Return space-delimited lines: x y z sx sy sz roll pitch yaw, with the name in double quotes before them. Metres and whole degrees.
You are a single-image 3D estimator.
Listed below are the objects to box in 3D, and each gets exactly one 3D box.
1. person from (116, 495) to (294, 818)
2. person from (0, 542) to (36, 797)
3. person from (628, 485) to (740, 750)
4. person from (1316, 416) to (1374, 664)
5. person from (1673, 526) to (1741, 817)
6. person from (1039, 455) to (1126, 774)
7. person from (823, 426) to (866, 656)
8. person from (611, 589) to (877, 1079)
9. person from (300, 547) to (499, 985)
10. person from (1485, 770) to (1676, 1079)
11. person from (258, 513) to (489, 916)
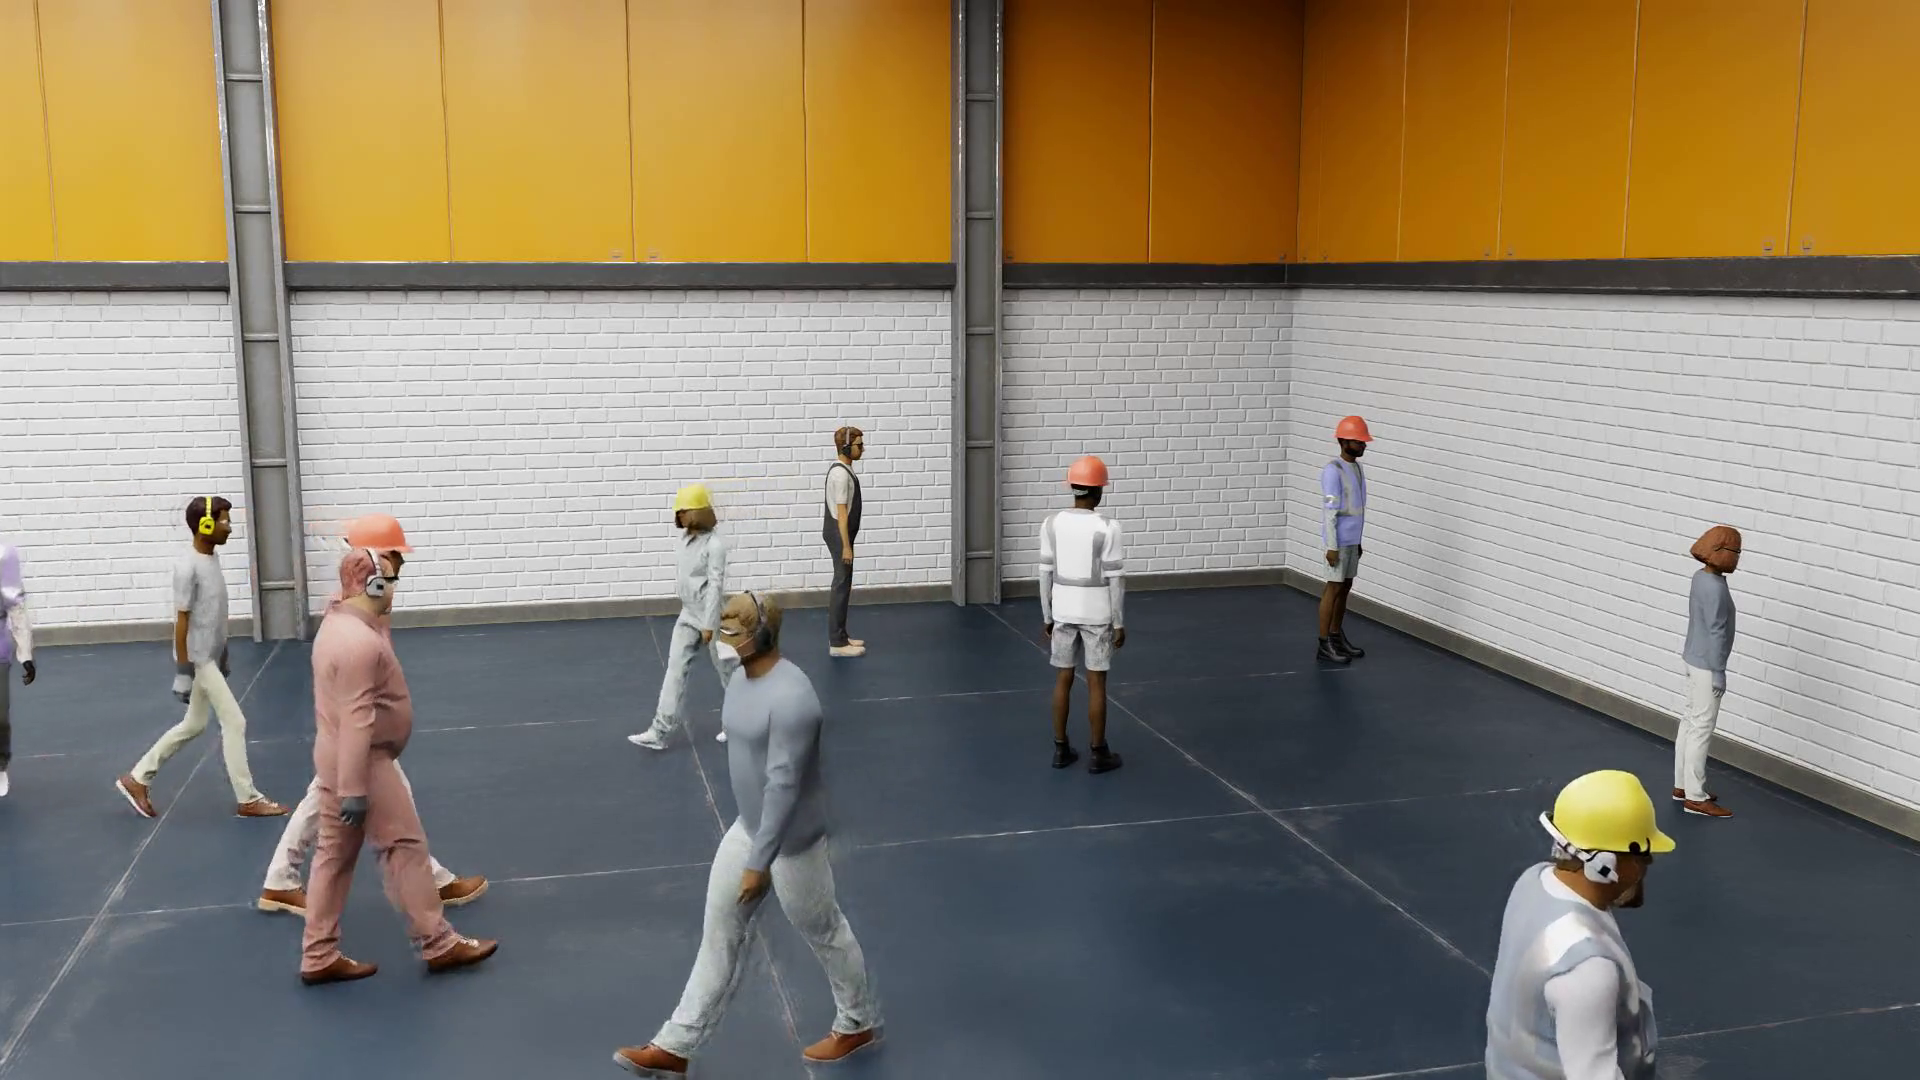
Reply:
"person" -4.261 0.658 9.235 0.907 1.831 0.539 -1 9 -9
"person" -5.532 0.612 9.303 0.607 1.892 0.931 -5 10 -29
"person" -1.692 0.497 10.584 0.508 1.688 0.890 9 12 43
"person" 3.032 -0.009 13.021 0.373 1.934 0.551 6 11 35
"person" 4.225 0.725 9.383 0.287 1.633 0.497 2 9 11
"person" 0.764 0.450 10.157 0.551 1.934 0.373 5 10 28
"person" -0.917 0.010 13.232 0.341 1.839 0.501 0 9 0
"person" -0.766 1.119 6.179 1.057 1.870 0.635 -6 11 -33
"person" -2.450 0.963 7.164 0.915 1.864 0.660 -5 10 -28
"person" 1.599 1.461 4.219 0.517 1.811 0.615 2 9 10
"person" -2.850 0.832 7.833 1.042 1.929 0.642 -3 9 -16
